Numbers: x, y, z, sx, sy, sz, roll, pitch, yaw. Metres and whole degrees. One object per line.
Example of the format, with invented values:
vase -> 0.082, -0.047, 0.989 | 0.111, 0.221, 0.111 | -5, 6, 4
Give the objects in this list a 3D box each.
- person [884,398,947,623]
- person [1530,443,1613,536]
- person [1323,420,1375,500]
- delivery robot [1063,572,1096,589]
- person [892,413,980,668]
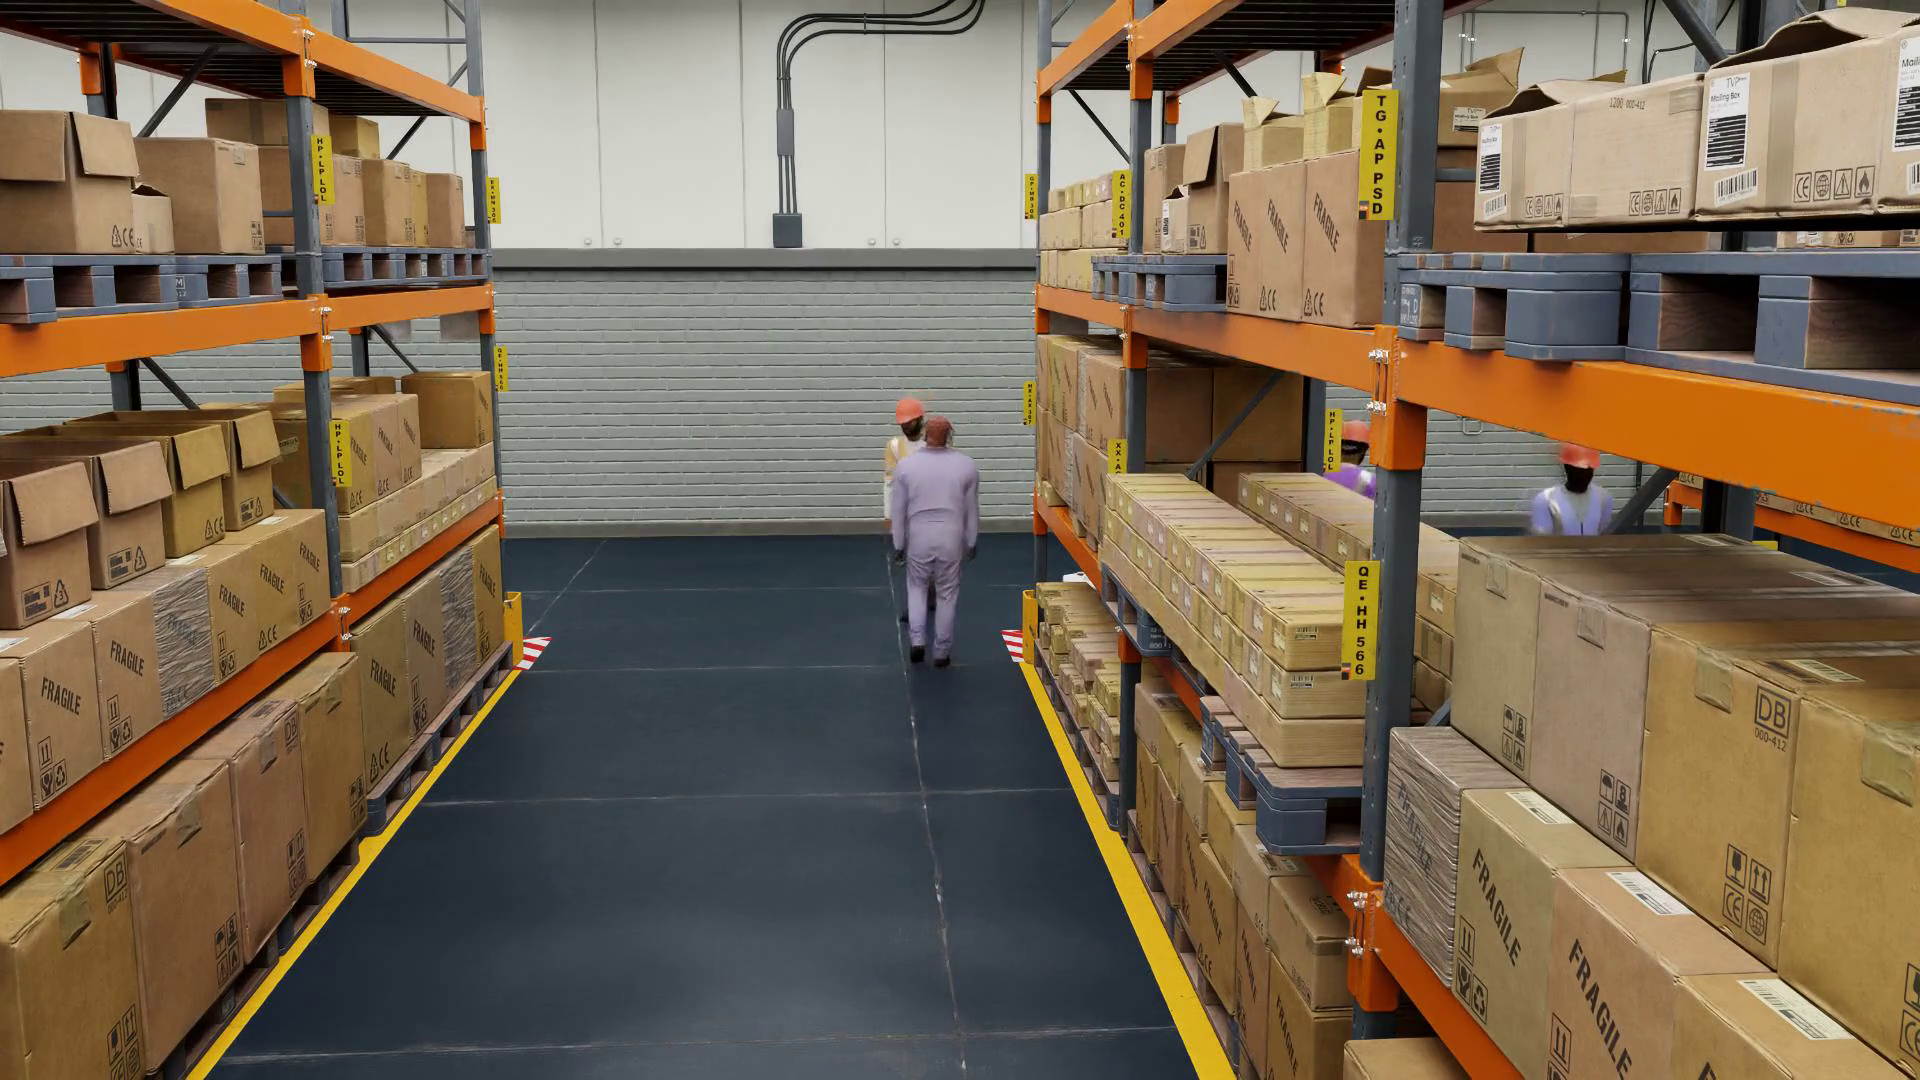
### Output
person -> -0.345, -0.265, 14.015 | 0.575, 1.877, 1.009 | 3, 10, 15
person -> 3.969, 0.279, 10.751 | 0.578, 1.884, 0.991 | -1, 10, -5
person -> 2.796, 0.083, 11.922 | 1.014, 1.875, 0.554 | -9, 13, -42
delivery robot -> 1.167, 0.419, 13.572 | 0.477, 0.478, 0.707 | -8, 12, -38
person -> -0.174, 0.004, 12.380 | 0.651, 1.892, 0.483 | 0, 10, 1
